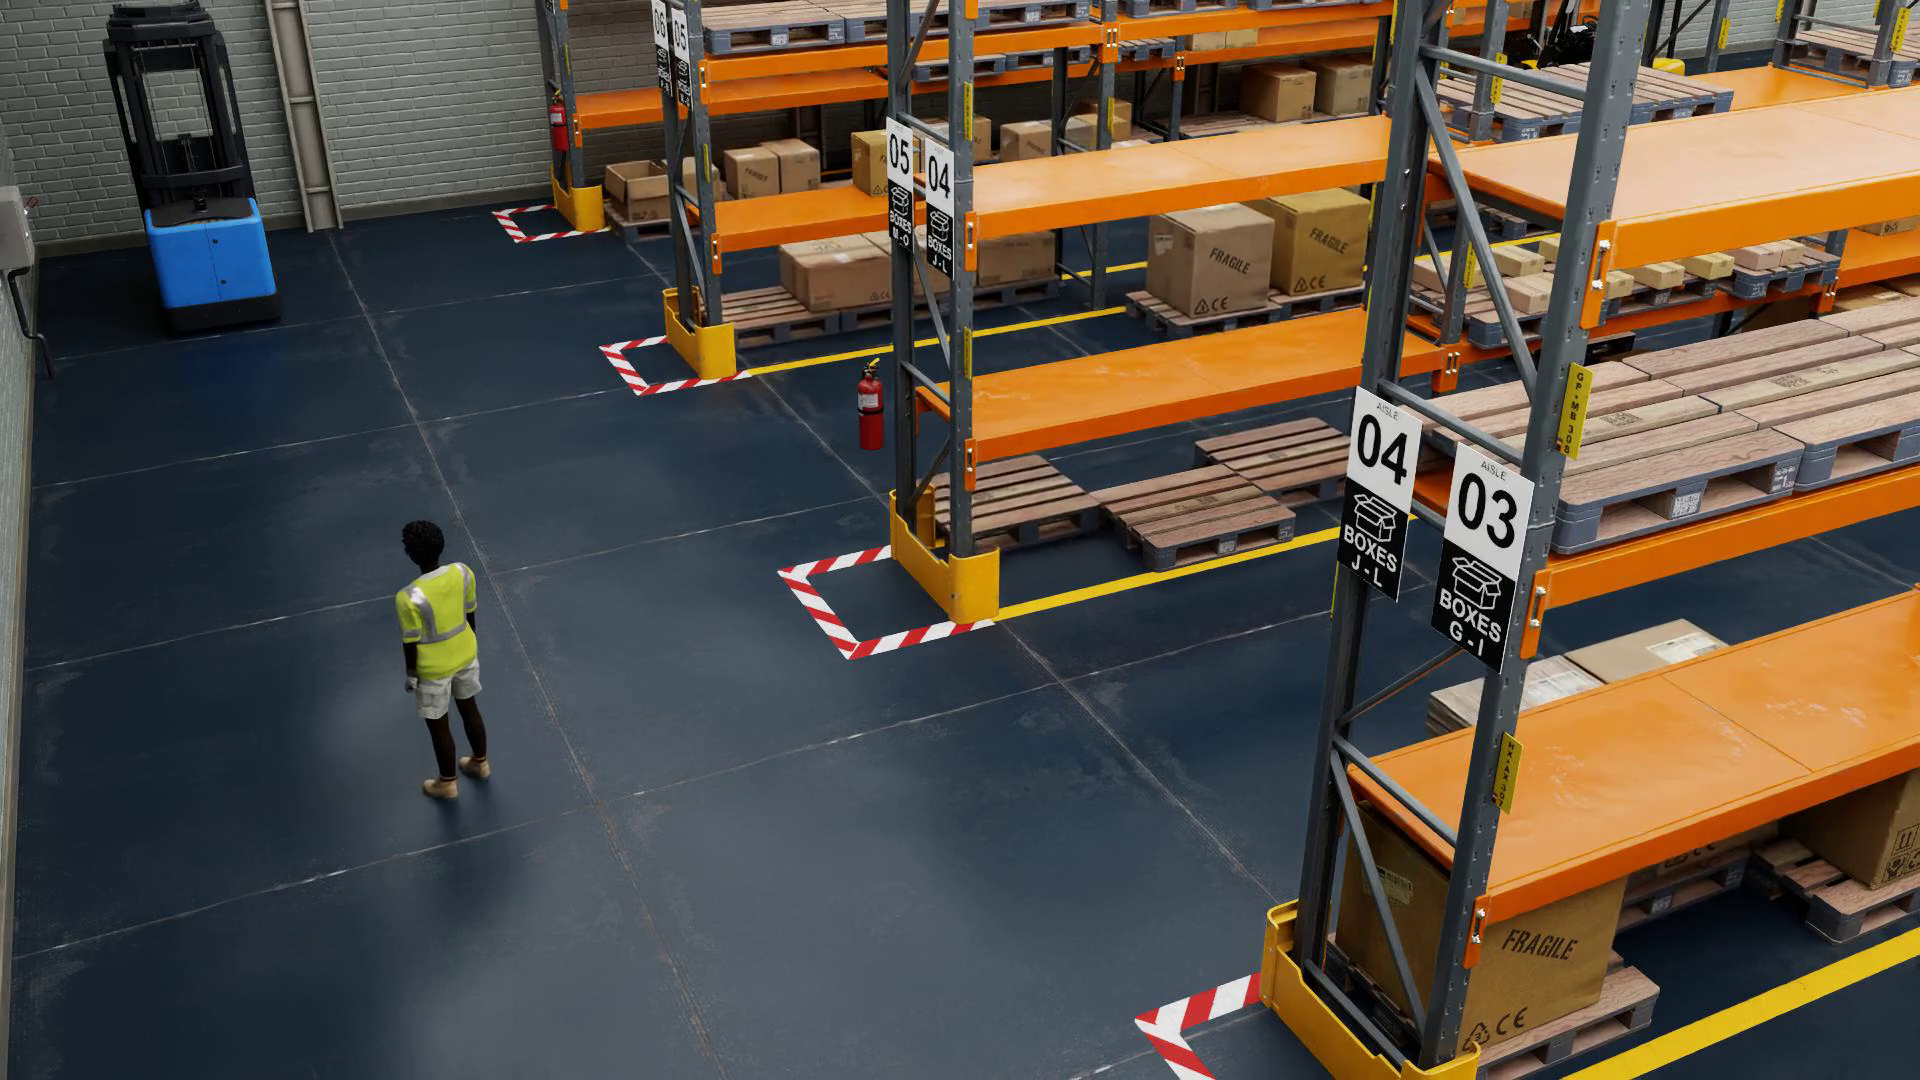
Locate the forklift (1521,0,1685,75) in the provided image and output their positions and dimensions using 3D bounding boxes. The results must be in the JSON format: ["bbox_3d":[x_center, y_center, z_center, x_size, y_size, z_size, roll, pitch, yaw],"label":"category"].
[{"bbox_3d":[8.950,-6.807,23.056,1.214,2.155,2.313,-12,30,-22],"label":"forklift"}]

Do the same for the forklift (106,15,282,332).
[{"bbox_3d":[-7.548,-3.672,16.323,1.129,2.768,1.873,-12,30,-22],"label":"forklift"}]

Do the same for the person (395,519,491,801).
[{"bbox_3d":[-2.879,0.667,9.286,0.319,1.687,0.538,15,31,26],"label":"person"}]
